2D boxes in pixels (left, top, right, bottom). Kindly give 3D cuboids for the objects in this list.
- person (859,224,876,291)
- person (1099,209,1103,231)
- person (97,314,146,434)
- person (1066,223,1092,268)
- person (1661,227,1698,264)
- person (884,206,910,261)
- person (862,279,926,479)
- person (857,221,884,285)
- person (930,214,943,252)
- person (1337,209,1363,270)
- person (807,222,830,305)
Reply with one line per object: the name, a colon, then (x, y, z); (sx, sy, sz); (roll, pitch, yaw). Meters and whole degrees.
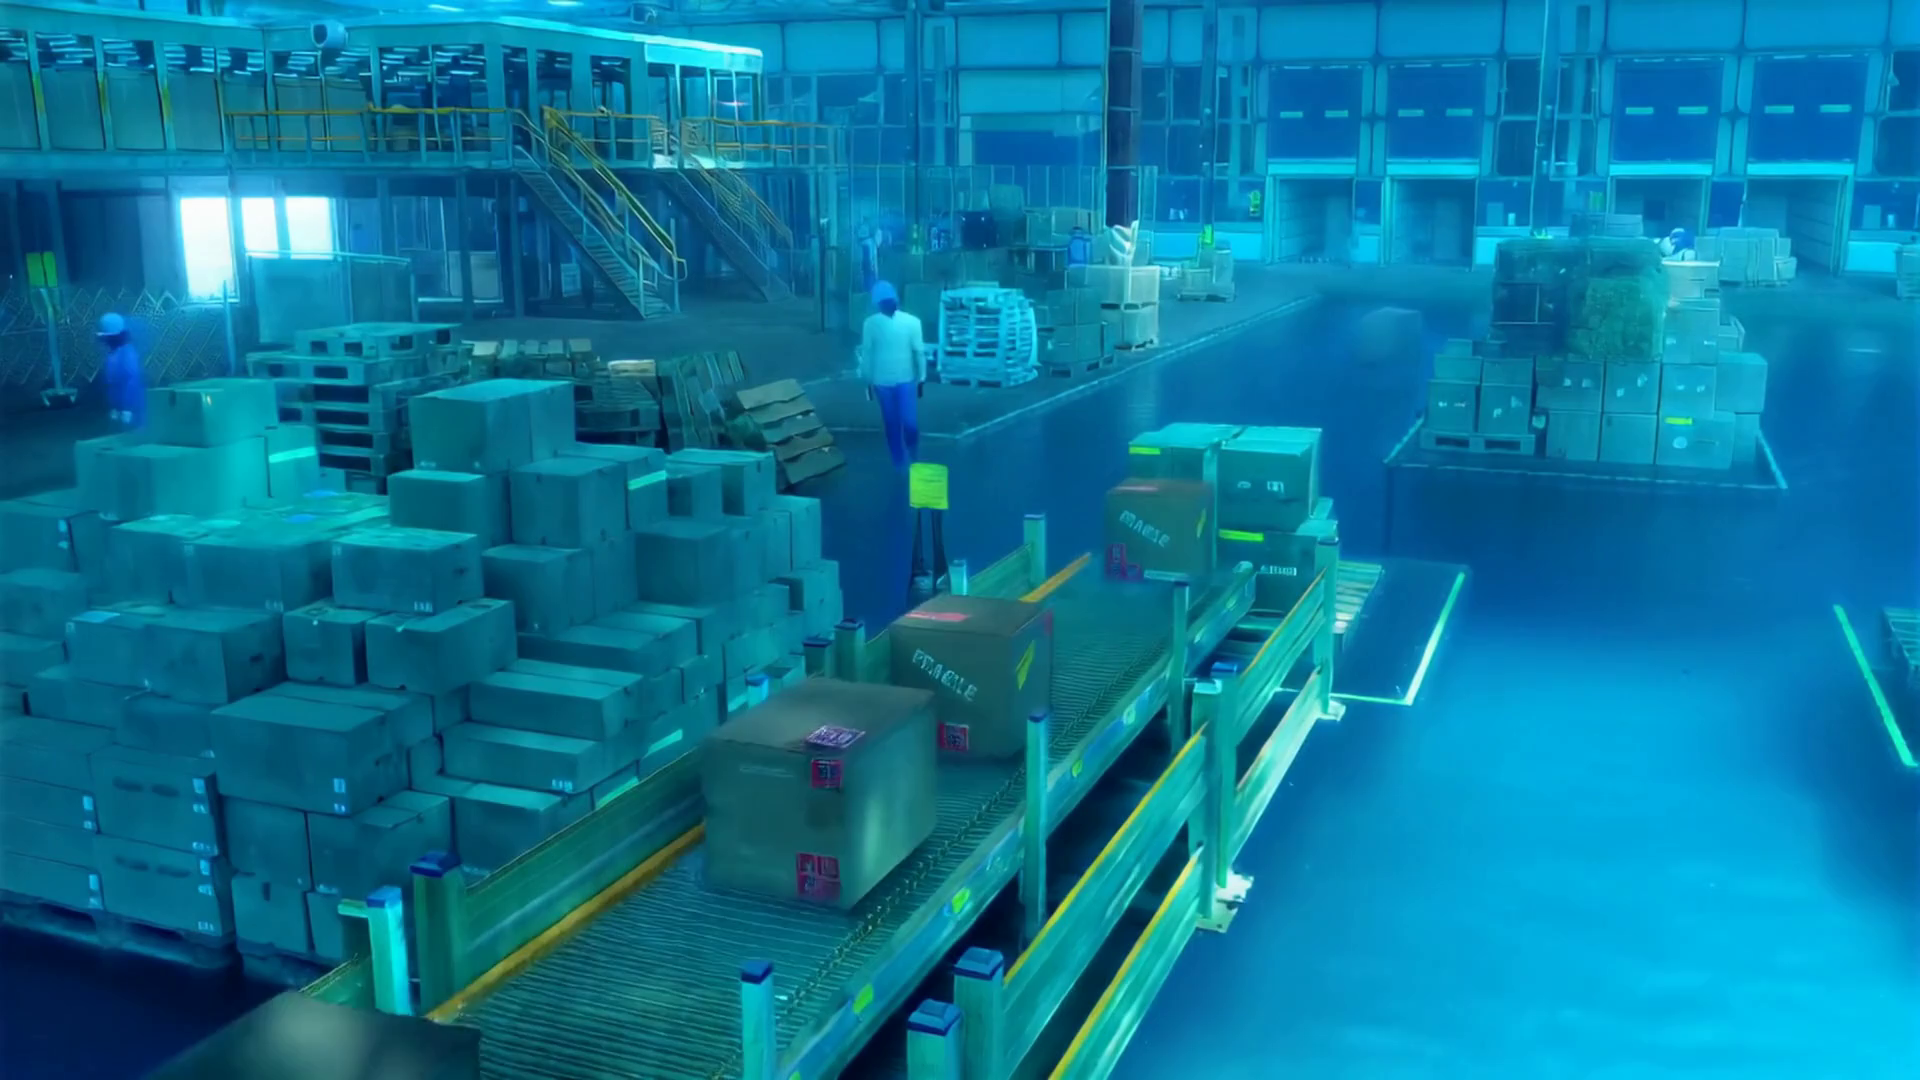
person: (-1.894, -5.463, 33.894); (0.397, 1.911, 0.587); (1, 13, 3)
person: (3.887, -8.666, 48.341); (0.632, 1.871, 0.922); (4, 13, 16)
person: (-7.652, -1.213, 15.244); (0.541, 1.725, 0.376); (12, 17, 43)
person: (2.387, -5.431, 33.679); (0.547, 1.938, 0.359); (-2, 13, -10)
person: (12.301, -4.377, 28.720); (0.537, 2.000, 0.682); (-7, 14, -28)
person: (-2.119, -10.228, 55.497); (0.901, 1.812, 0.633); (3, 13, 12)
person: (-0.657, -1.568, 16.296); (0.609, 1.957, 0.435); (1, 13, 6)
person: (-1.997, -6.342, 37.967); (0.596, 1.840, 0.947); (4, 13, 16)
person: (-0.587, -7.325, 42.298); (0.355, 1.885, 0.574); (-5, 14, -22)
person: (11.838, -9.096, 50.345); (0.873, 1.834, 0.542); (4, 13, 17)
person: (-3.183, -6.195, 37.315); (0.505, 1.845, 0.345); (5, 13, 20)
